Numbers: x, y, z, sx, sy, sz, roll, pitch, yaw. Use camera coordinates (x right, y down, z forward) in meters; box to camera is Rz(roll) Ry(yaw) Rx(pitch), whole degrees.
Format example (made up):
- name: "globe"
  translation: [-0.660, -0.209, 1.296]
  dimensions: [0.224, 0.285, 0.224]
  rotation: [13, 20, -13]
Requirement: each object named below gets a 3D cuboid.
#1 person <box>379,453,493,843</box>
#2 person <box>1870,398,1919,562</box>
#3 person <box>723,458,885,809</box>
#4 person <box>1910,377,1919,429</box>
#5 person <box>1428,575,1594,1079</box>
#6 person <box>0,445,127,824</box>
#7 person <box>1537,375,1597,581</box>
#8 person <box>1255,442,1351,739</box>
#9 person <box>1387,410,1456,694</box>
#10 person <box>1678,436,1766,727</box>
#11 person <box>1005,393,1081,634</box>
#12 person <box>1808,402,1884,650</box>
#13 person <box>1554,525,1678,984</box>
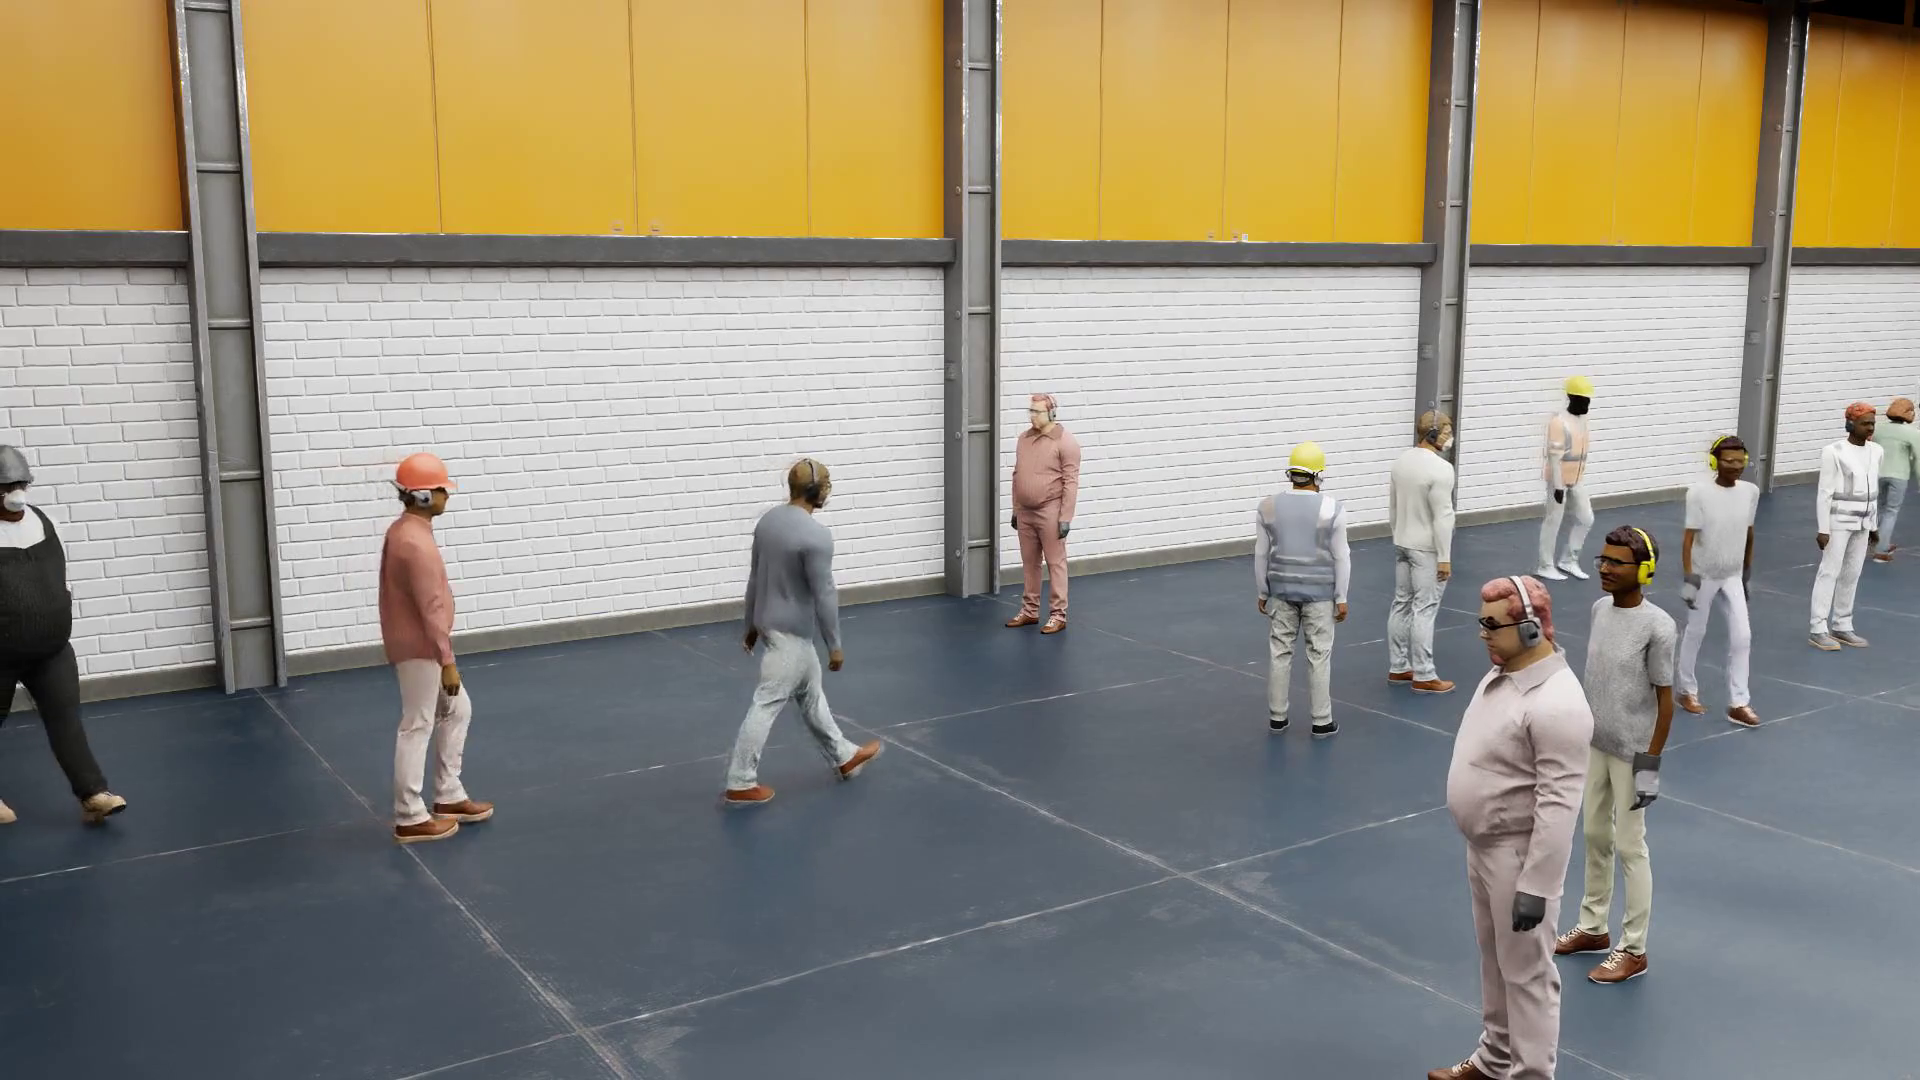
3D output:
- name: "person"
  translation: [-2.604, 0.543, 8.412]
  dimensions: [0.670, 1.975, 0.651]
  rotation: [-4, 10, -25]
- name: "person"
  translation: [9.233, -0.594, 16.352]
  dimensions: [0.671, 1.608, 0.528]
  rotation: [-6, 11, -32]
- name: "person"
  translation: [-0.857, 0.491, 9.044]
  dimensions: [1.061, 1.870, 0.643]
  rotation: [-6, 11, -32]
- name: "person"
  translation: [11.979, -1.388, 20.388]
  dimensions: [0.607, 1.863, 0.429]
  rotation: [7, 12, 37]
- name: "person"
  translation: [1.834, 1.054, 5.584]
  dimensions: [0.406, 1.902, 0.638]
  rotation: [0, 9, 1]
- name: "person"
  translation: [-4.818, 0.492, 8.541]
  dimensions: [0.992, 2.000, 0.695]
  rotation: [5, 11, 29]
- name: "person"
  translation: [5.593, -0.557, 15.249]
  dimensions: [0.603, 1.906, 0.556]
  rotation: [-6, 11, -34]
- name: "person"
  translation: [2.116, 0.310, 10.262]
  dimensions: [0.589, 1.834, 0.403]
  rotation: [5, 11, 27]
- name: "person"
  translation: [3.154, 0.077, 11.364]
  dimensions: [0.374, 1.934, 0.628]
  rotation: [-3, 10, -17]
- name: "person"
  translation: [4.851, 0.261, 10.546]
  dimensions: [0.557, 1.834, 0.841]
  rotation: [-1, 9, -5]
- name: "person"
  translation: [0.642, -0.215, 13.210]
  dimensions: [0.643, 1.908, 0.410]
  rotation: [9, 13, 44]
- name: "person"
  translation: [6.738, -0.107, 12.619]
  dimensions: [0.584, 1.882, 0.337]
  rotation: [-4, 10, -21]
- name: "person"
  translation: [2.675, 0.864, 6.801]
  dimensions: [0.326, 1.876, 0.518]
  rotation: [-3, 10, -16]
